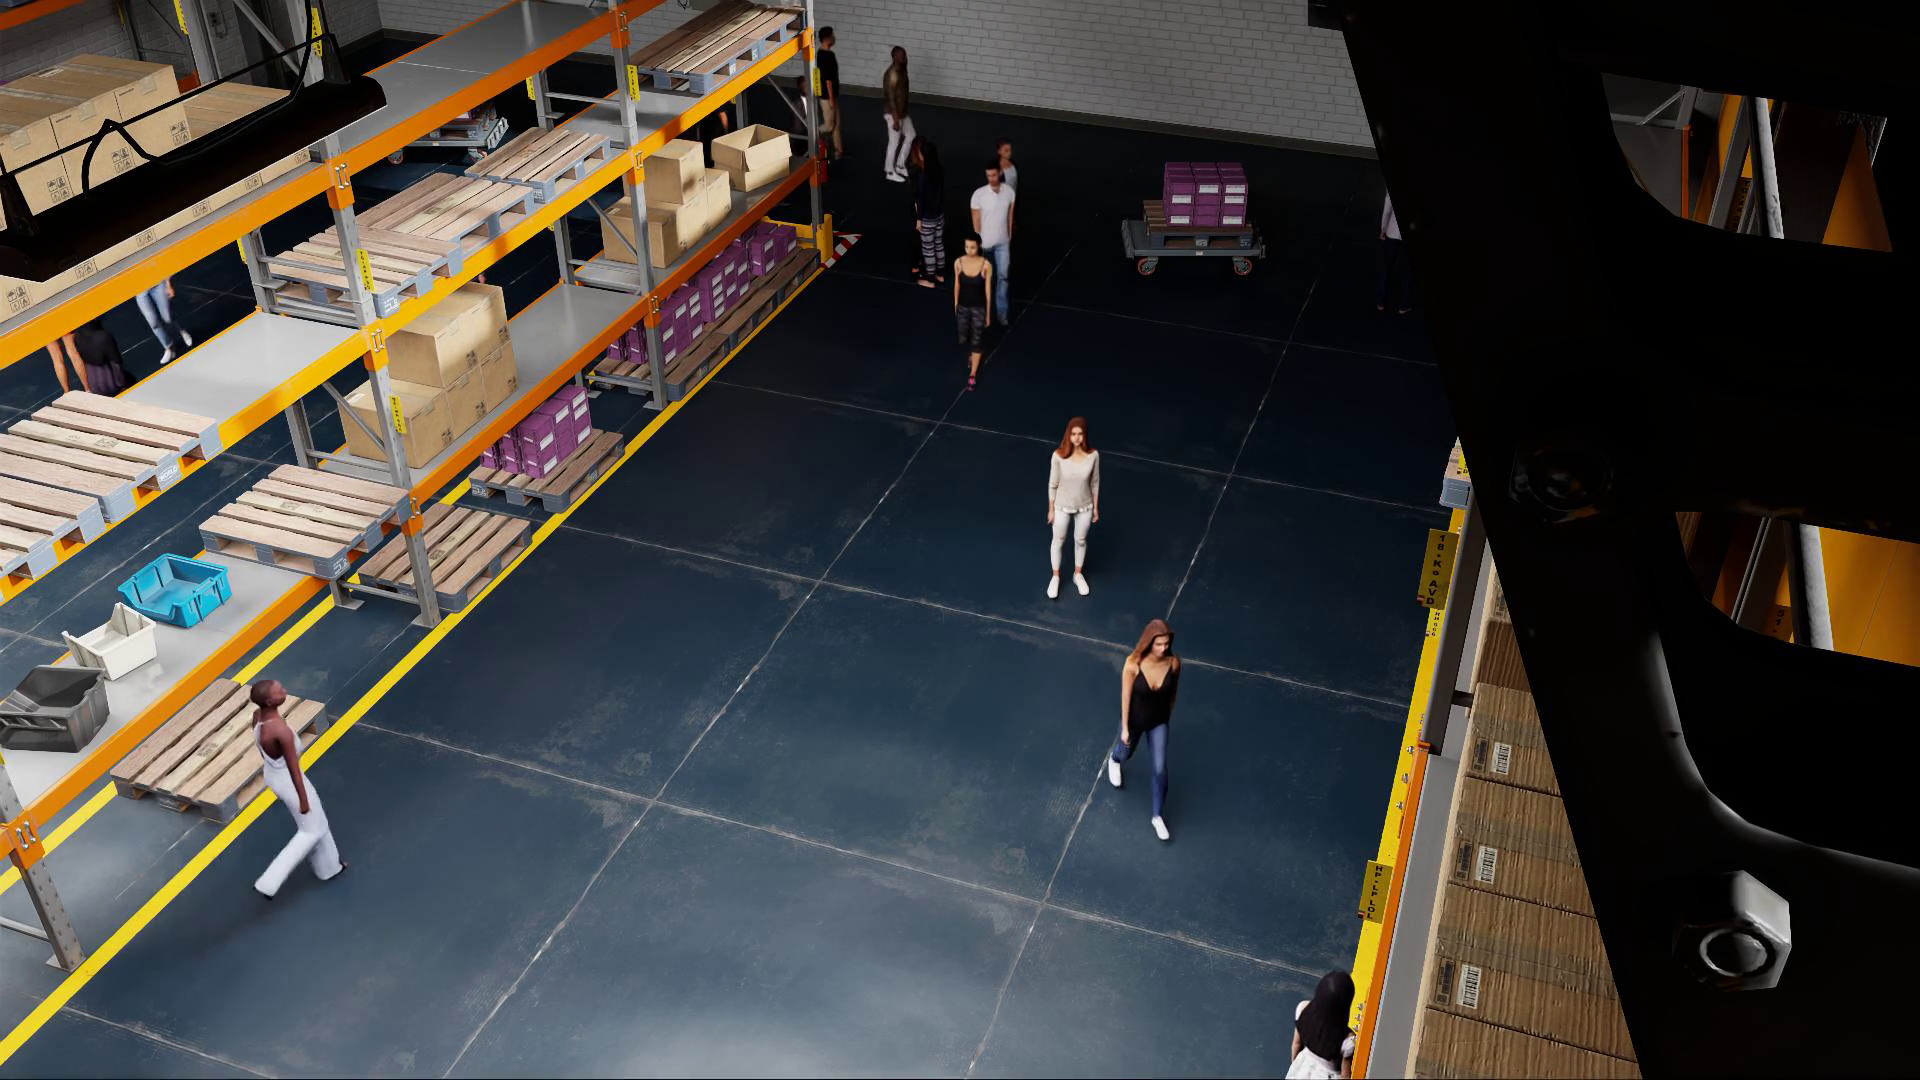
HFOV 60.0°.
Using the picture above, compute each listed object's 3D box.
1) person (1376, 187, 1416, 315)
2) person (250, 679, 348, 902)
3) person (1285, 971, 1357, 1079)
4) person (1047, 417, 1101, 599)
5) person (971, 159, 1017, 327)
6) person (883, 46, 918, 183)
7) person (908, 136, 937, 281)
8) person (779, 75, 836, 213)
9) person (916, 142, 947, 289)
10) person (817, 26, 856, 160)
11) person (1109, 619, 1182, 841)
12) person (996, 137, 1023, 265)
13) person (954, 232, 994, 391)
[{"bbox_3d":[4.961,-3.438,18.622,0.707,1.853,0.626,17,37,24],"label":"person"},{"bbox_3d":[-4.506,1.688,10.988,0.786,1.765,0.978,27,42,34],"label":"person"},{"bbox_3d":[1.939,3.001,9.010,0.801,1.769,0.776,-24,41,-32],"label":"person"},{"bbox_3d":[0.952,-0.299,14.026,0.673,1.712,0.676,-2,34,-4],"label":"person"},{"bbox_3d":[0.332,-3.375,18.564,1.084,1.811,1.332,-6,34,-9],"label":"person"},{"bbox_3d":[-0.904,-5.621,21.944,0.797,1.810,0.558,12,35,17],"label":"person"},{"bbox_3d":[-0.473,-3.889,19.425,0.696,1.713,0.522,5,34,7],"label":"person"},{"bbox_3d":[-2.081,-5.010,21.074,0.960,1.756,1.211,18,37,24],"label":"person"},{"bbox_3d":[-0.323,-3.764,19.220,0.719,1.733,0.558,23,40,31],"label":"person"},{"bbox_3d":[-1.869,-5.986,22.471,1.013,1.835,1.107,-4,34,-6],"label":"person"},{"bbox_3d":[1.276,1.231,11.748,0.919,1.686,1.157,-4,34,-6],"label":"person"},{"bbox_3d":[0.486,-4.061,19.837,0.670,1.544,0.730,-22,39,-29],"label":"person"},{"bbox_3d":[0.162,-2.413,17.205,0.610,1.713,0.796,8,34,11],"label":"person"}]
